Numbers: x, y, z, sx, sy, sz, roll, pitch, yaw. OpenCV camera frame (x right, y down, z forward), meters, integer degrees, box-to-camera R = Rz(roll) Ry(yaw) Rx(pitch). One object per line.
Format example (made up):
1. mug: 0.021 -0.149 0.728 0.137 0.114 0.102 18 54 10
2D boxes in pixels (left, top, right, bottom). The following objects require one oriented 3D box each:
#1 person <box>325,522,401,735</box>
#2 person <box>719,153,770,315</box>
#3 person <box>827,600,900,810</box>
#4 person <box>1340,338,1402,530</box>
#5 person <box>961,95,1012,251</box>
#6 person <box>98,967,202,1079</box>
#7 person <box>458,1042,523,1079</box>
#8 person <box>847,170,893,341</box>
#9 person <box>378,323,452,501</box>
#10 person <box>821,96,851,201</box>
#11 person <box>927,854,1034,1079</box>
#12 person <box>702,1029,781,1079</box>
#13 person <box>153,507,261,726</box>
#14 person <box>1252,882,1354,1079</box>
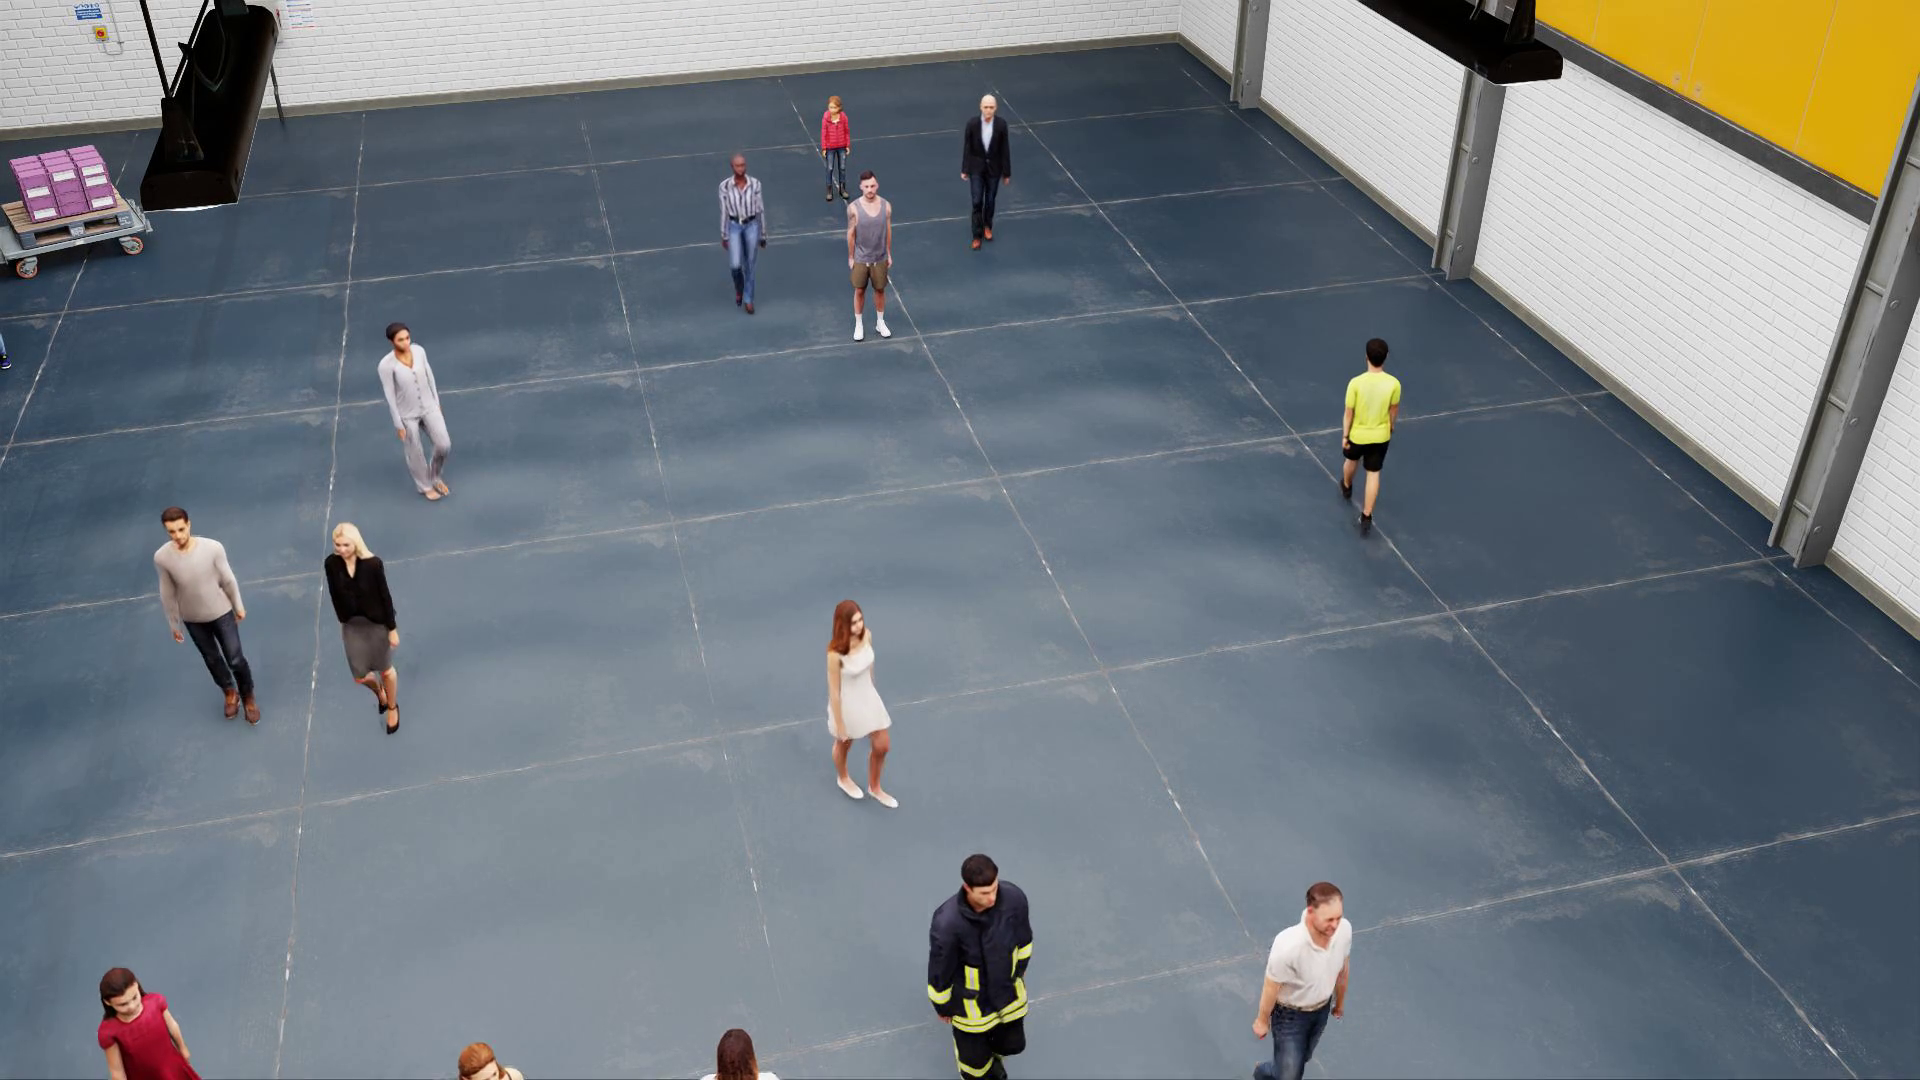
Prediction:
1. person: -4.216 0.599 11.952 0.678 1.834 0.727 -1 34 -2
2. person: -2.356 -3.320 17.892 0.657 1.784 0.608 -10 35 -14
3. person: -0.785 1.077 11.358 0.767 1.696 0.869 -26 41 -33
4. person: 3.544 -0.890 14.337 0.935 1.672 1.183 6 34 8
5. person: 0.299 -4.361 19.468 0.847 1.774 1.056 -2 34 -3
6. person: -4.362 2.801 8.922 1.062 1.520 0.892 27 42 34
7. person: -2.354 3.082 8.420 0.760 1.609 0.711 24 40 31
8. person: -0.934 -2.987 17.336 0.621 1.845 0.566 -7 34 -11
9. person: -4.865 -1.164 14.702 0.797 1.725 0.780 28 43 36
10. person: -1.546 -4.892 20.683 0.504 1.313 0.482 -7 34 -11
11. person: 0.086 2.371 9.210 0.850 1.917 0.758 -15 36 -21
12. person: -1.050 3.142 8.295 0.897 1.646 1.207 3 34 4
13. person: -5.467 0.489 12.099 0.649 1.853 0.655 -7 34 -10
14. person: 1.807 2.482 9.112 0.738 1.841 0.734 -14 36 -20
